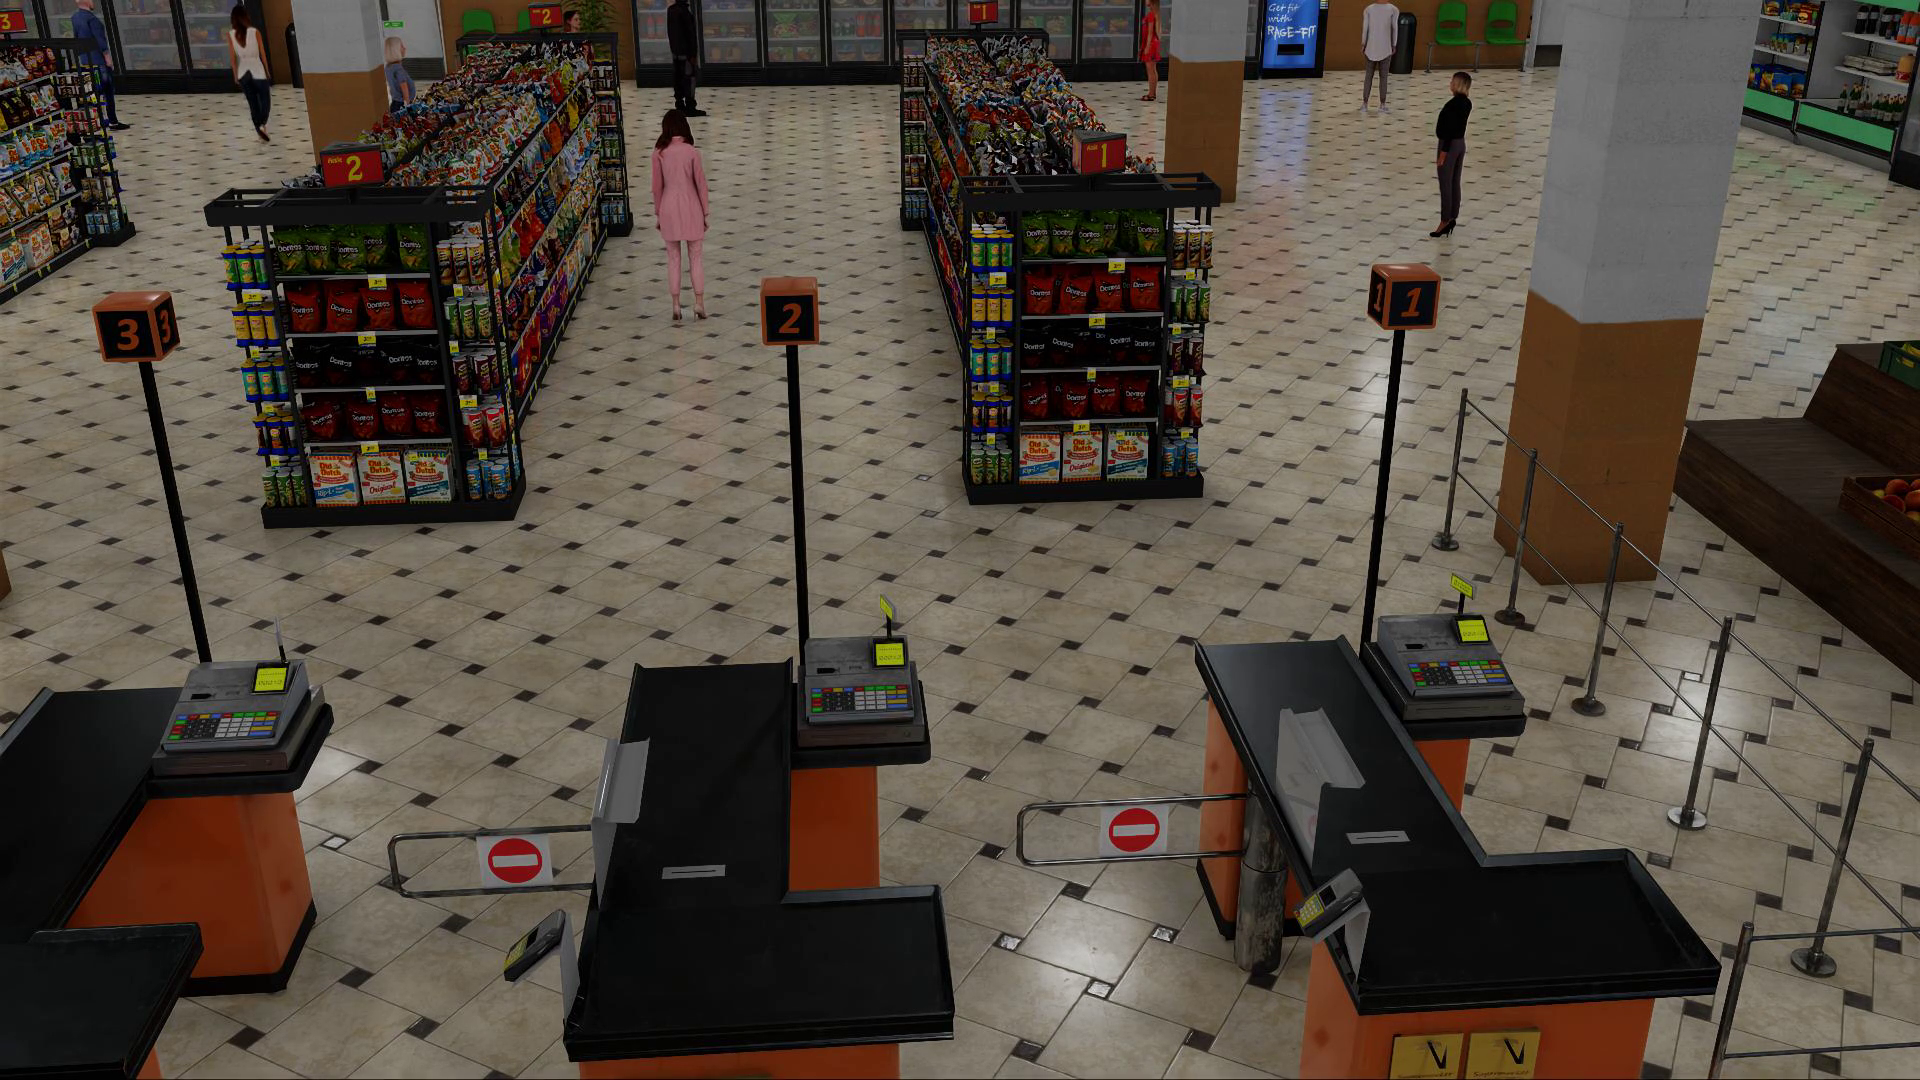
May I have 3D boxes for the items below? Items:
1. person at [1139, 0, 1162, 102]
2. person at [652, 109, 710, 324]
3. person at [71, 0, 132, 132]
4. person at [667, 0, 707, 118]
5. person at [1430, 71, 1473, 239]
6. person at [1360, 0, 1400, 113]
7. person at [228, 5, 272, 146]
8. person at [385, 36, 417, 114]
[{"bbox_3d":[2.924,-7.526,25.361,0.710,1.592,0.606,9,25,19],"label":"person"},{"bbox_3d":[-2.389,-2.761,14.209,0.620,1.801,0.519,-1,24,-3],"label":"person"},{"bbox_3d":[-11.897,-6.587,22.922,0.806,1.826,0.790,11,26,23],"label":"person"},{"bbox_3d":[-4.010,-7.072,24.031,0.844,1.825,0.755,-21,31,-39],"label":"person"},{"bbox_3d":[5.070,-3.968,17.131,0.734,1.671,0.671,18,29,35],"label":"person"},{"bbox_3d":[6.140,-7.225,24.361,0.741,1.841,0.703,7,25,15],"label":"person"},{"bbox_3d":[-9.280,-6.062,21.786,0.656,1.774,0.745,-5,24,-10],"label":"person"},{"bbox_3d":[-6.487,-4.965,19.347,0.727,1.721,0.618,-17,29,-33],"label":"person"}]
